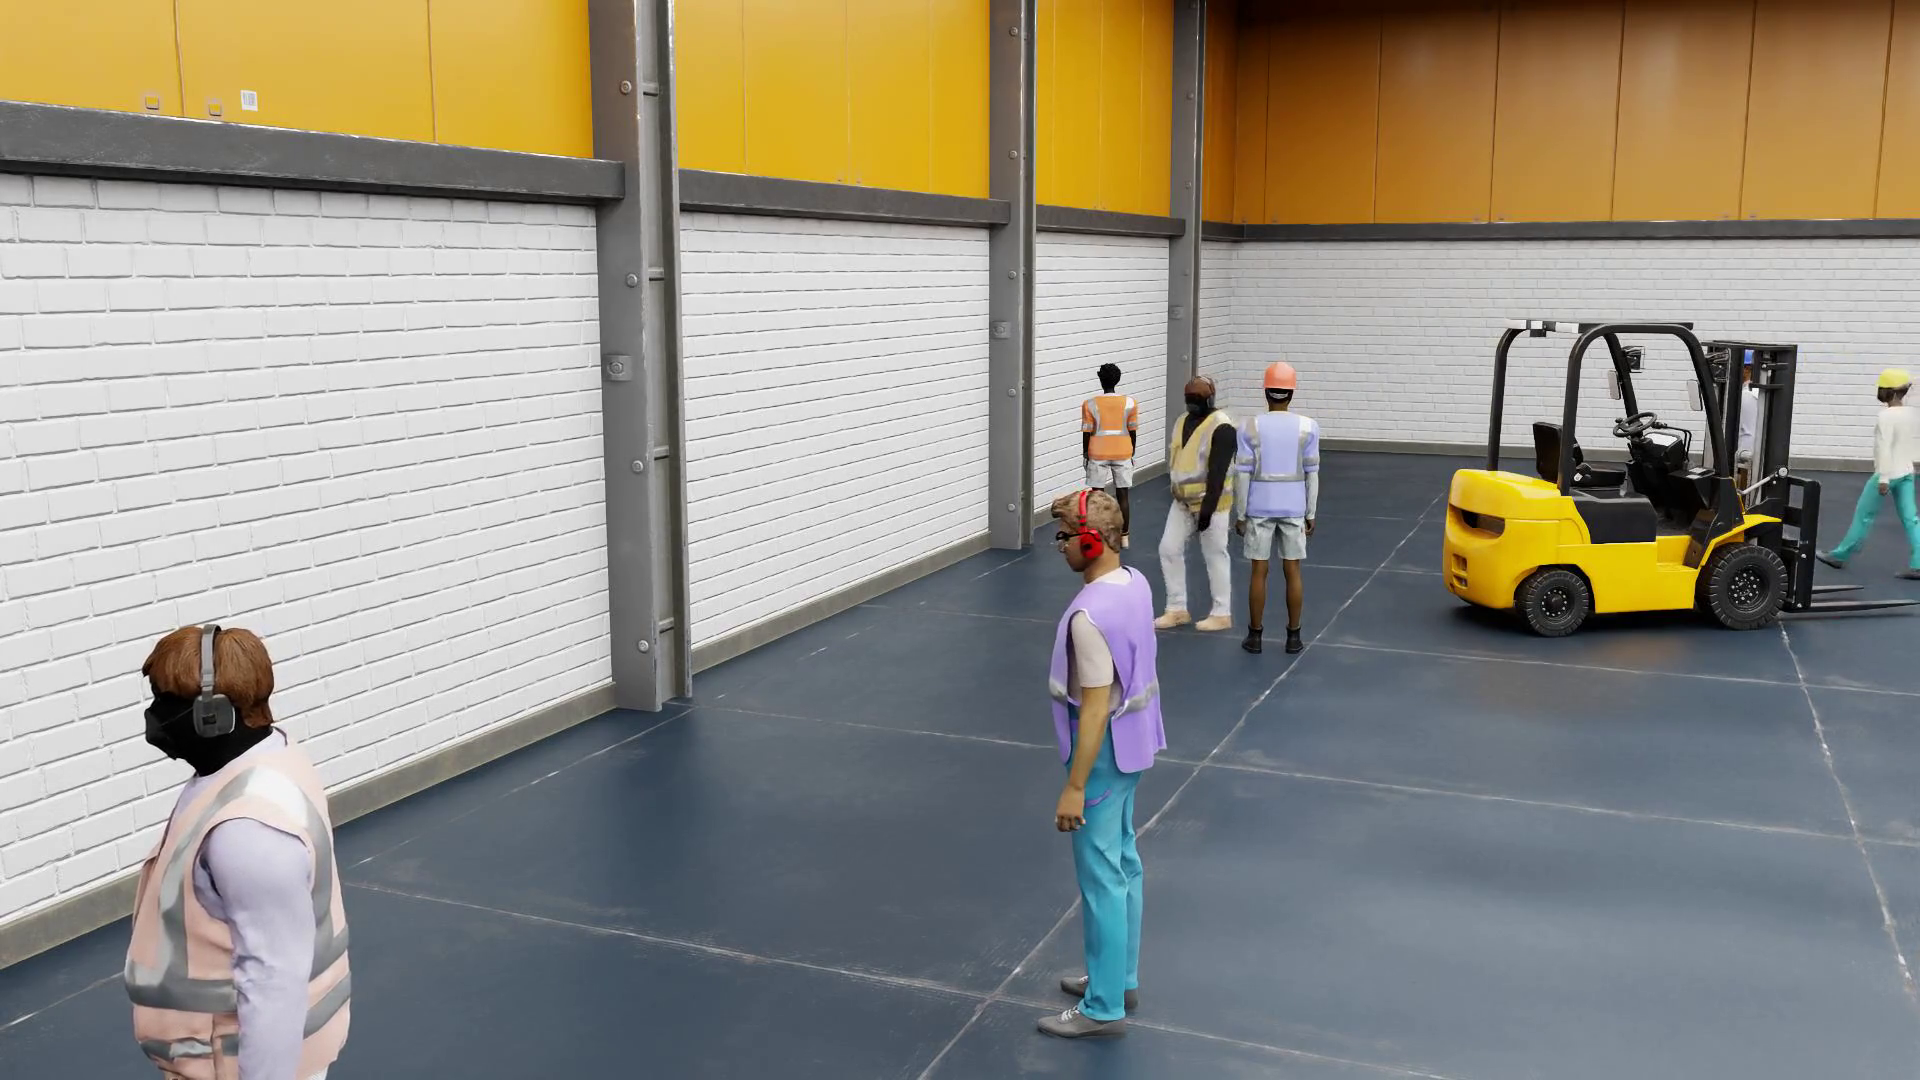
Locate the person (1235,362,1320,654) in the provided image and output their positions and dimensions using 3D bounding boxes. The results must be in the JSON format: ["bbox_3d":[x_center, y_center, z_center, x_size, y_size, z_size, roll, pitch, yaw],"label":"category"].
[{"bbox_3d":[2.086,-0.205,11.000,0.545,1.938,0.361,1,9,4],"label":"person"}]

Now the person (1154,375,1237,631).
[{"bbox_3d":[1.641,-0.242,11.616,0.667,1.804,0.648,-5,11,-30],"label":"person"}]

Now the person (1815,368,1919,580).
[{"bbox_3d":[7.613,-0.552,13.726,0.546,1.714,0.919,-6,11,-34],"label":"person"}]

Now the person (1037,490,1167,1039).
[{"bbox_3d":[0.476,0.746,5.538,0.385,1.838,0.563,3,10,19],"label":"person"}]

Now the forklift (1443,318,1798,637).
[{"bbox_3d":[4.706,-0.497,11.990,2.313,2.155,1.214,-2,10,-10],"label":"forklift"}]

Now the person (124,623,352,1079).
[{"bbox_3d":[-1.506,1.078,3.508,0.429,1.842,0.629,-4,10,-23],"label":"person"}]

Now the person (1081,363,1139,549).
[{"bbox_3d":[1.354,-0.752,15.061,0.532,1.694,0.320,0,9,-3],"label":"person"}]

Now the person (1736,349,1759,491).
[{"bbox_3d":[6.407,-0.636,13.583,0.409,1.943,0.615,6,11,34],"label":"person"}]
